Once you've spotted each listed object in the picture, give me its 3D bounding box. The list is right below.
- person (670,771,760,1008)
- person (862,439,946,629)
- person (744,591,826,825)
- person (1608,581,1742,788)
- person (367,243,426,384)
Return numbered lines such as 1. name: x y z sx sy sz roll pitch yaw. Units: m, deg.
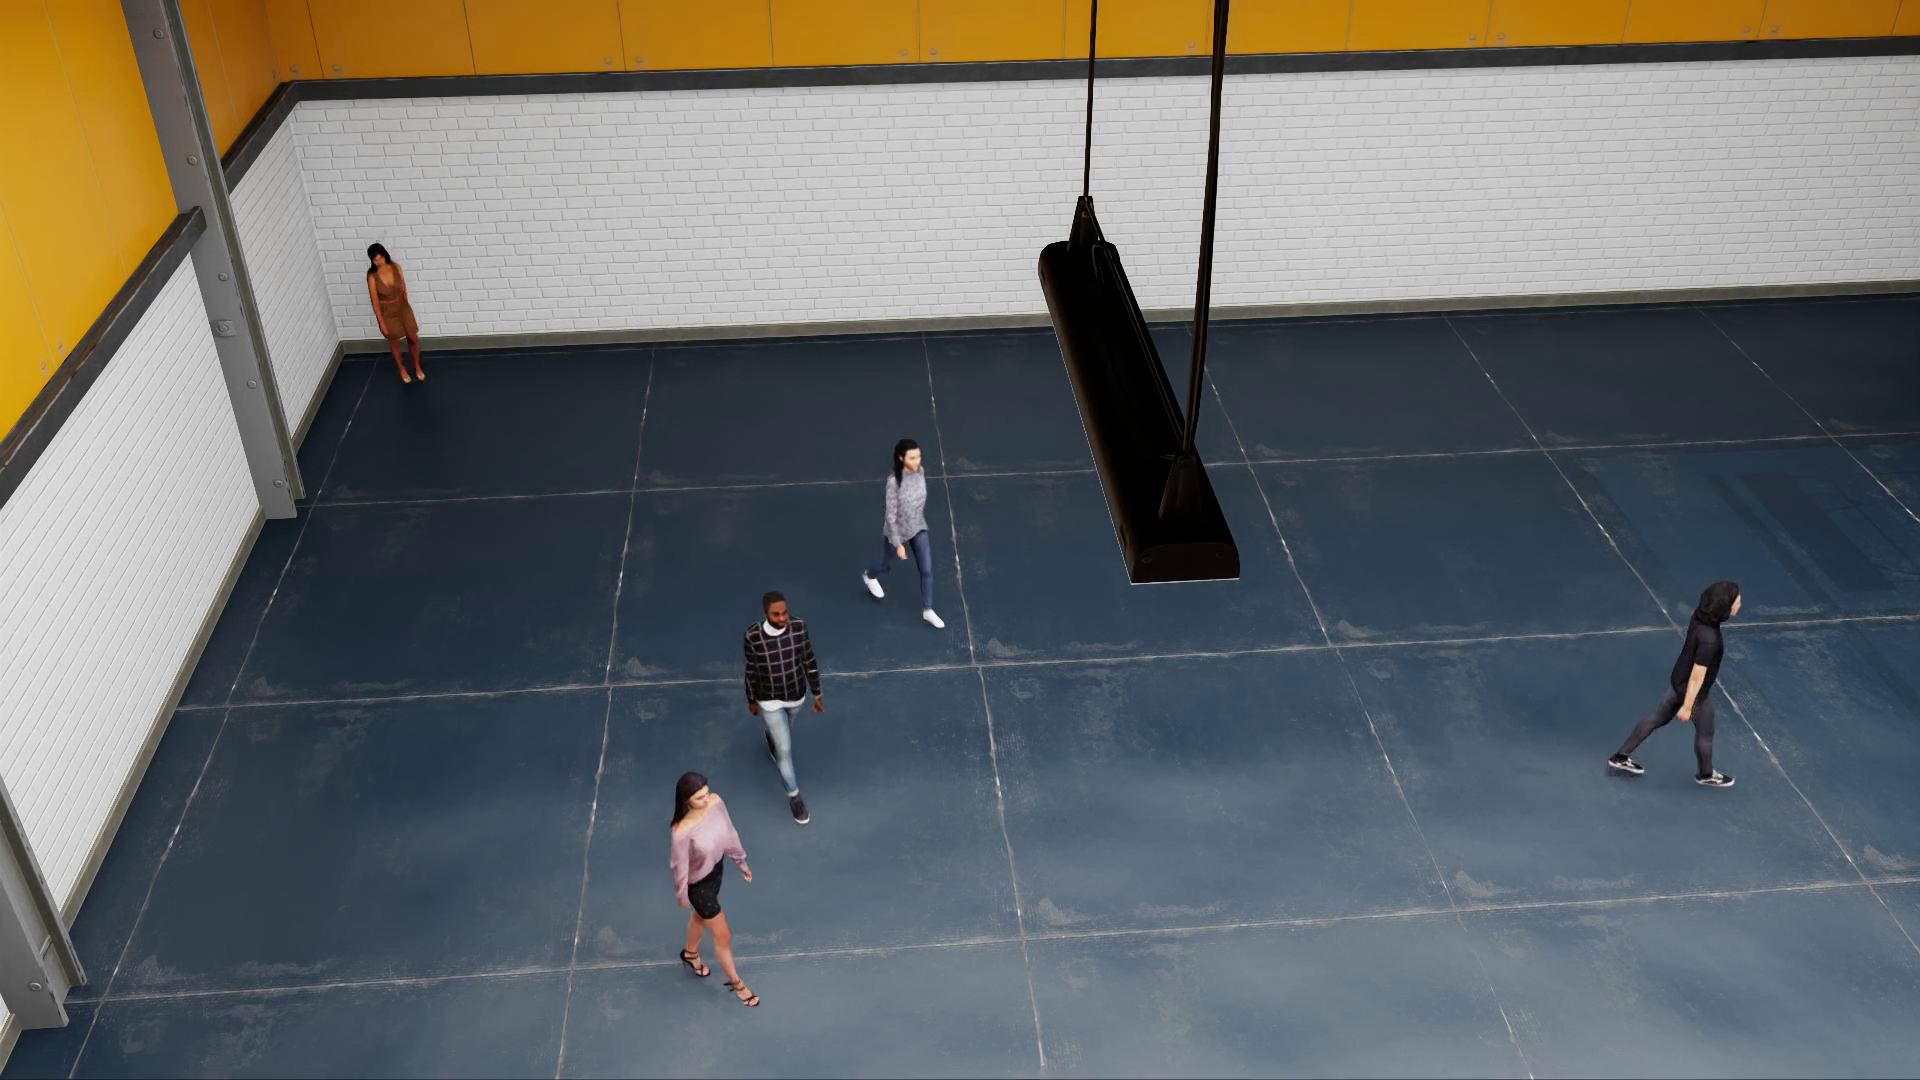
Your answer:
1. person: -1.680 2.122 10.444 0.957 1.785 0.950 15 36 21
2. person: -0.515 -0.104 13.871 1.037 1.698 1.204 -25 41 -33
3. person: -1.325 1.065 12.034 0.960 1.784 1.336 -14 36 -19
4. person: 5.209 1.044 12.060 0.904 1.791 1.138 6 34 8
5. person: -5.896 -2.356 17.298 0.794 1.655 0.740 20 39 27
